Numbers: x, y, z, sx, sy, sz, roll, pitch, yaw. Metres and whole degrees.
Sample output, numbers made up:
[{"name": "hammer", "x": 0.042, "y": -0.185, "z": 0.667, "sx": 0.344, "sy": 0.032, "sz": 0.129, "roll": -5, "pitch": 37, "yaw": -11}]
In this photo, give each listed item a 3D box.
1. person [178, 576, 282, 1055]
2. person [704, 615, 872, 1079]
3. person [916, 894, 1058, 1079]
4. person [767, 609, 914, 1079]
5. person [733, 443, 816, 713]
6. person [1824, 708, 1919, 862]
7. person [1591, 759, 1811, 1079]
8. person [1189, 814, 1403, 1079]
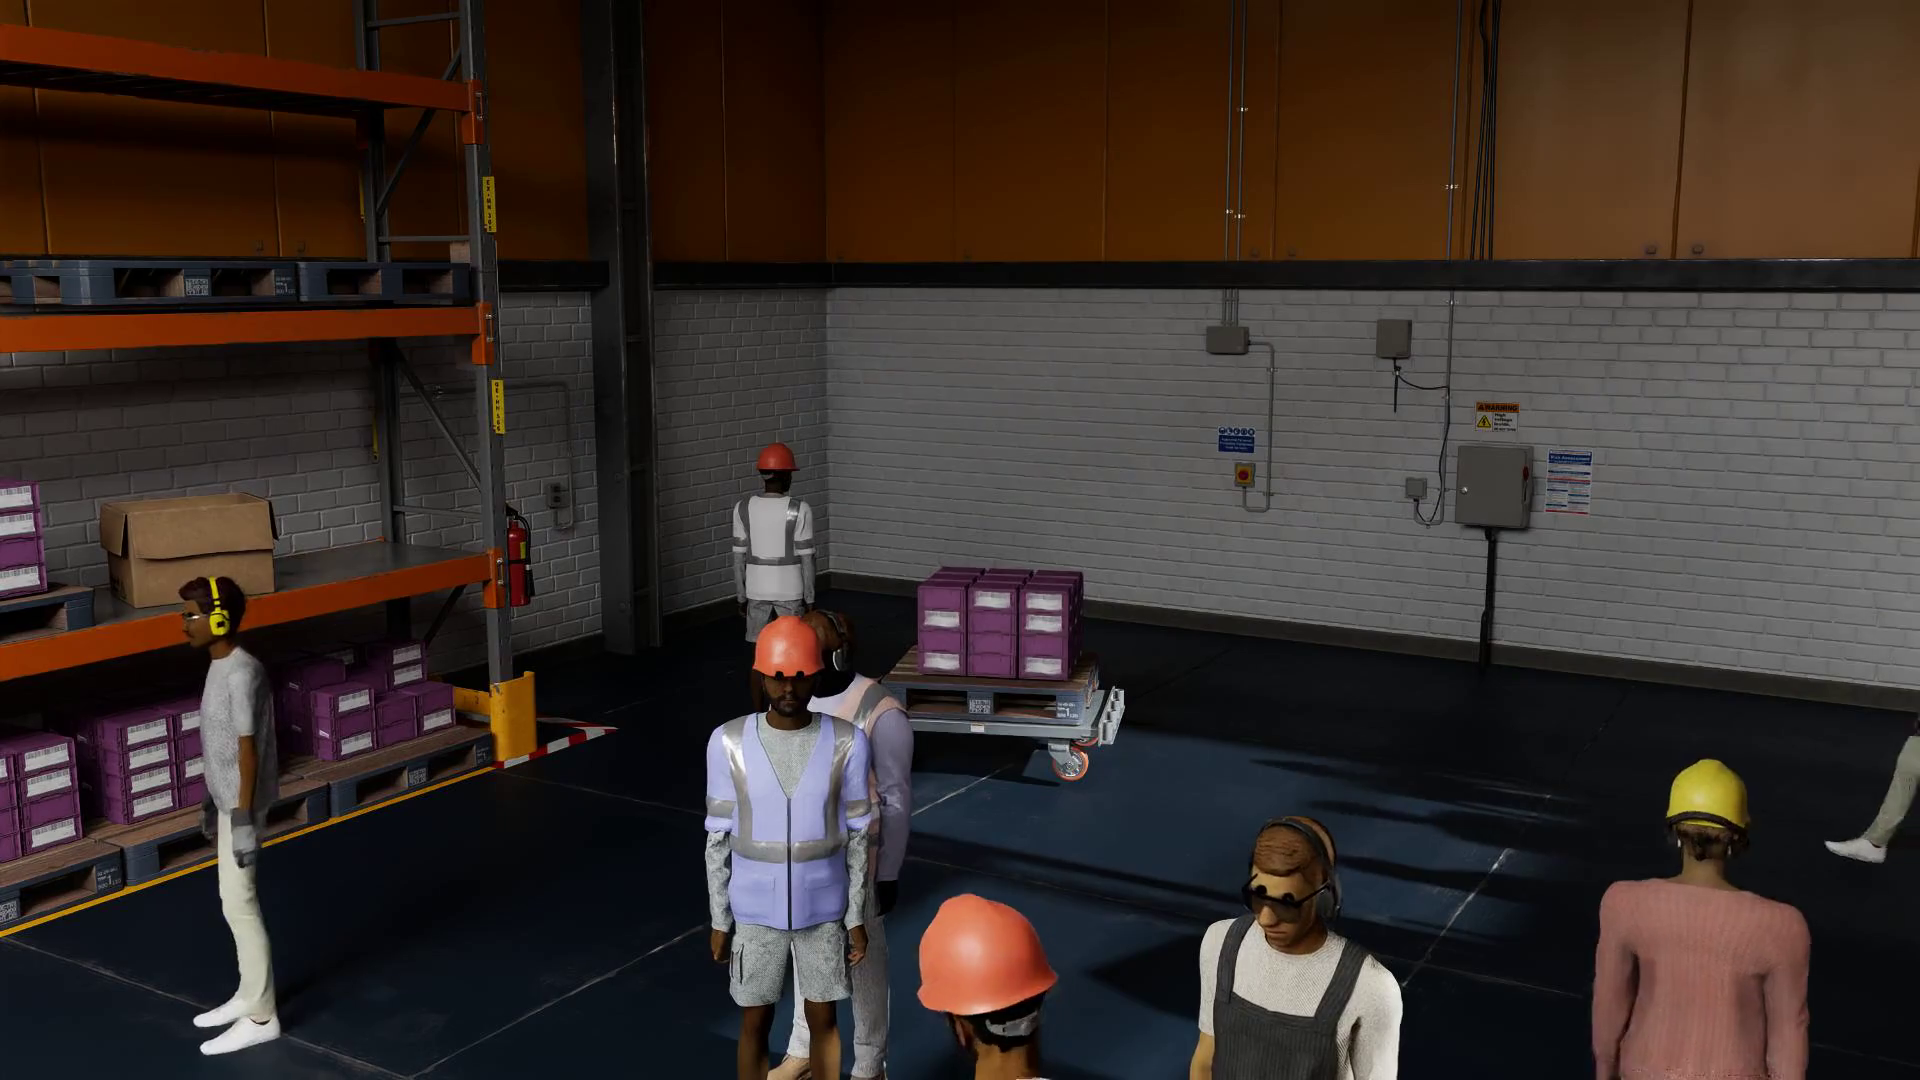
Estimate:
[{"name": "person", "x": -2.882, "y": 1.063, "z": 6.561, "sx": 0.361, "sy": 1.859, "sz": 0.543, "roll": -6, "pitch": 11, "yaw": -32}, {"name": "person", "x": -0.557, "y": 1.198, "z": 5.453, "sx": 0.545, "sy": 1.943, "sz": 0.347, "roll": -1, "pitch": 9, "yaw": -7}, {"name": "person", "x": 0.121, "y": 1.584, "z": 3.171, "sx": 0.581, "sy": 1.887, "sz": 0.894, "roll": 0, "pitch": 9, "yaw": 1}, {"name": "person", "x": -0.475, "y": 1.155, "z": 6.036, "sx": 0.633, "sy": 1.841, "sz": 0.429, "roll": 6, "pitch": 11, "yaw": 35}, {"name": "person", "x": -1.196, "y": 0.335, "z": 10.856, "sx": 0.550, "sy": 1.933, "sz": 0.370, "roll": 2, "pitch": 9, "yaw": 11}, {"name": "person", "x": 5.008, "y": 0.800, "z": 8.344, "sx": 1.000, "sy": 1.822, "sz": 0.535, "roll": 2, "pitch": 9, "yaw": 12}, {"name": "person", "x": 1.950, "y": 1.452, "z": 4.427, "sx": 0.549, "sy": 1.753, "sz": 0.401, "roll": 6, "pitch": 11, "yaw": 33}, {"name": "person", "x": 0.737, "y": 1.510, "z": 3.820, "sx": 0.506, "sy": 1.841, "sz": 0.346, "roll": 7, "pitch": 11, "yaw": 36}]
